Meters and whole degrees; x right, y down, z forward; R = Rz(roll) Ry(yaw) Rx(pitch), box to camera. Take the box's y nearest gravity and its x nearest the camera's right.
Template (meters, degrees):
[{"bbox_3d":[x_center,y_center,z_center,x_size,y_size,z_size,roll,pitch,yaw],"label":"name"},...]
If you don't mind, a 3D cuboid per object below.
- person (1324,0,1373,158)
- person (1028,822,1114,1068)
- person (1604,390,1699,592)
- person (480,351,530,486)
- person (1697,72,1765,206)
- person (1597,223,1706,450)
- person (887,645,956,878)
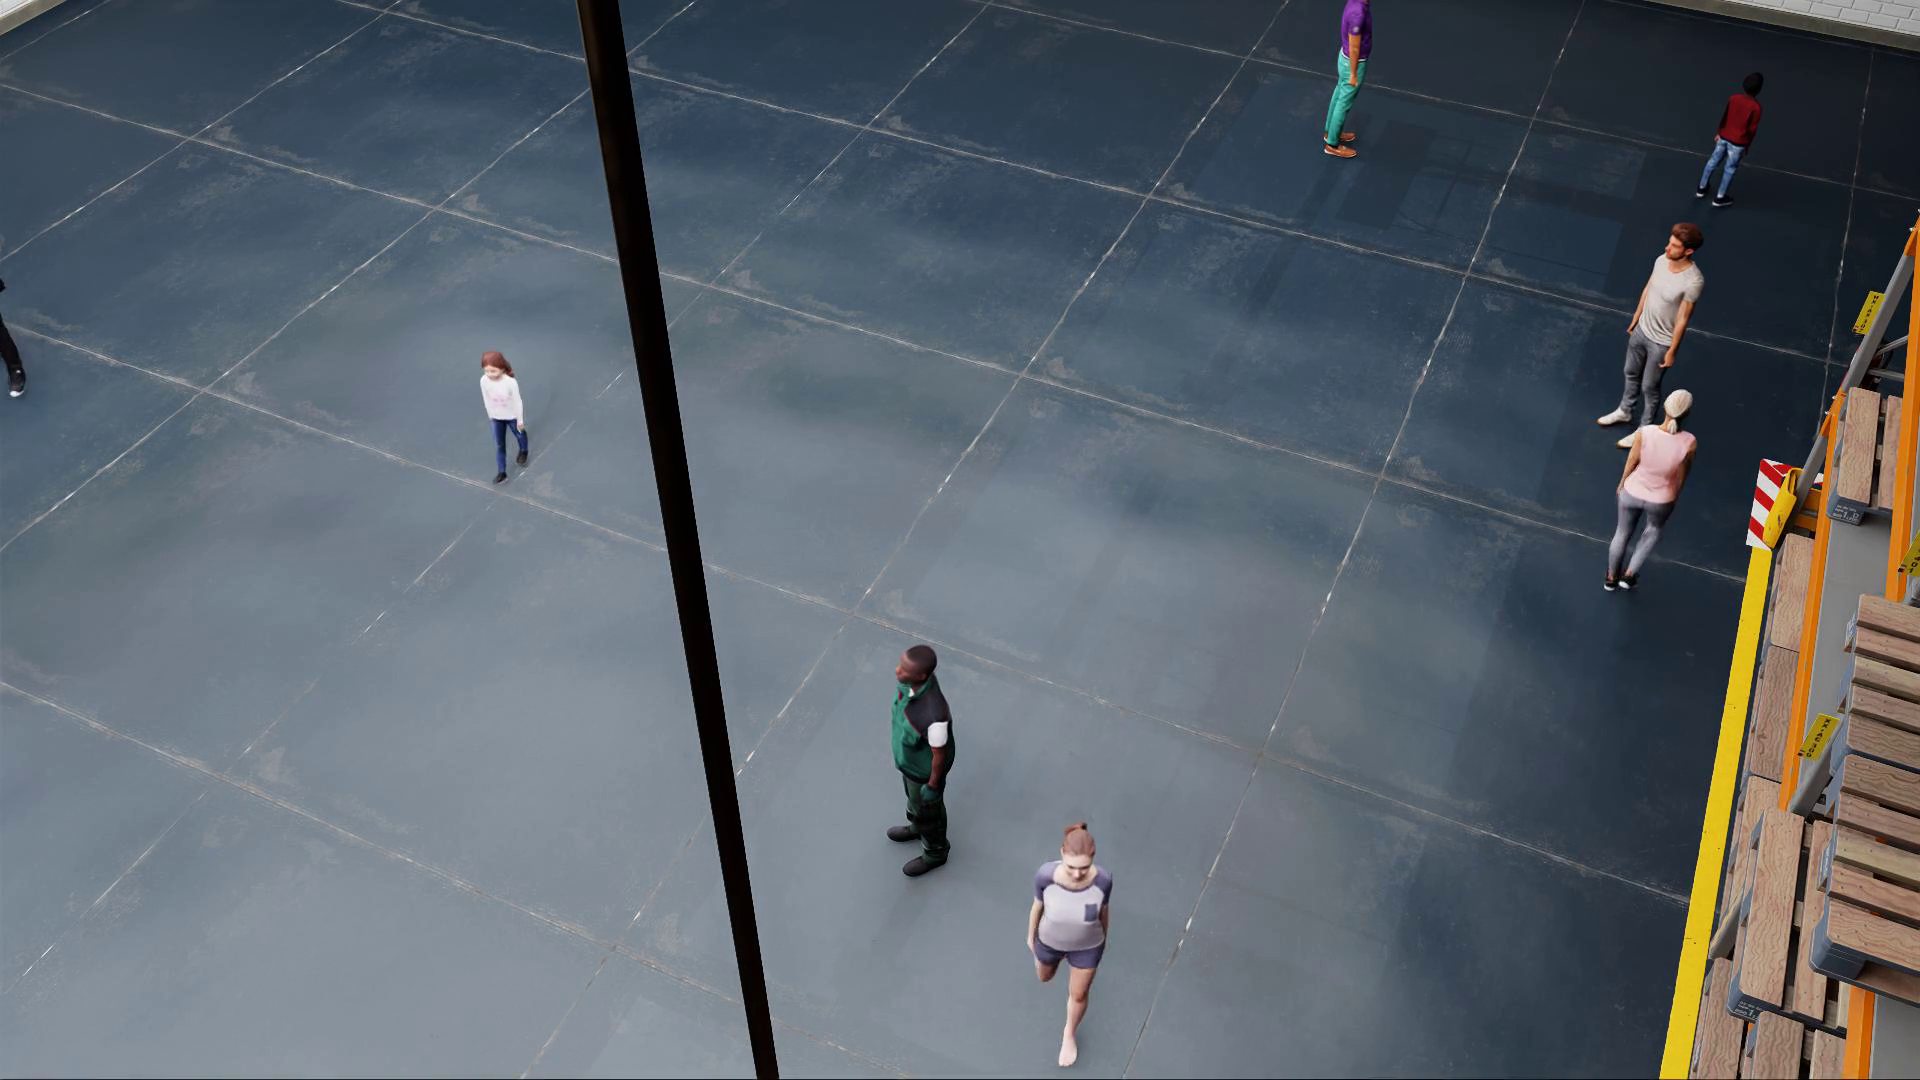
[{"bbox_3d":[3.683,-4.503,15.698,0.753,1.768,0.619,5,44,5],"label":"person"},{"bbox_3d":[0.587,2.042,8.841,0.763,1.751,1.018,4,44,5],"label":"person"},{"bbox_3d":[4.655,-0.261,11.280,0.552,1.721,0.595,20,47,20],"label":"person"},{"bbox_3d":[-3.399,-0.993,12.505,0.605,1.090,0.784,4,44,4],"label":"person"},{"bbox_3d":[7.075,-3.676,15.207,0.625,1.250,0.590,-24,48,-23],"label":"person"},{"bbox_3d":[5.265,-1.551,12.514,0.800,1.887,0.730,-14,45,-14],"label":"person"},{"bbox_3d":[-0.213,1.251,9.607,0.837,1.840,0.777,-14,45,-14],"label":"person"}]
